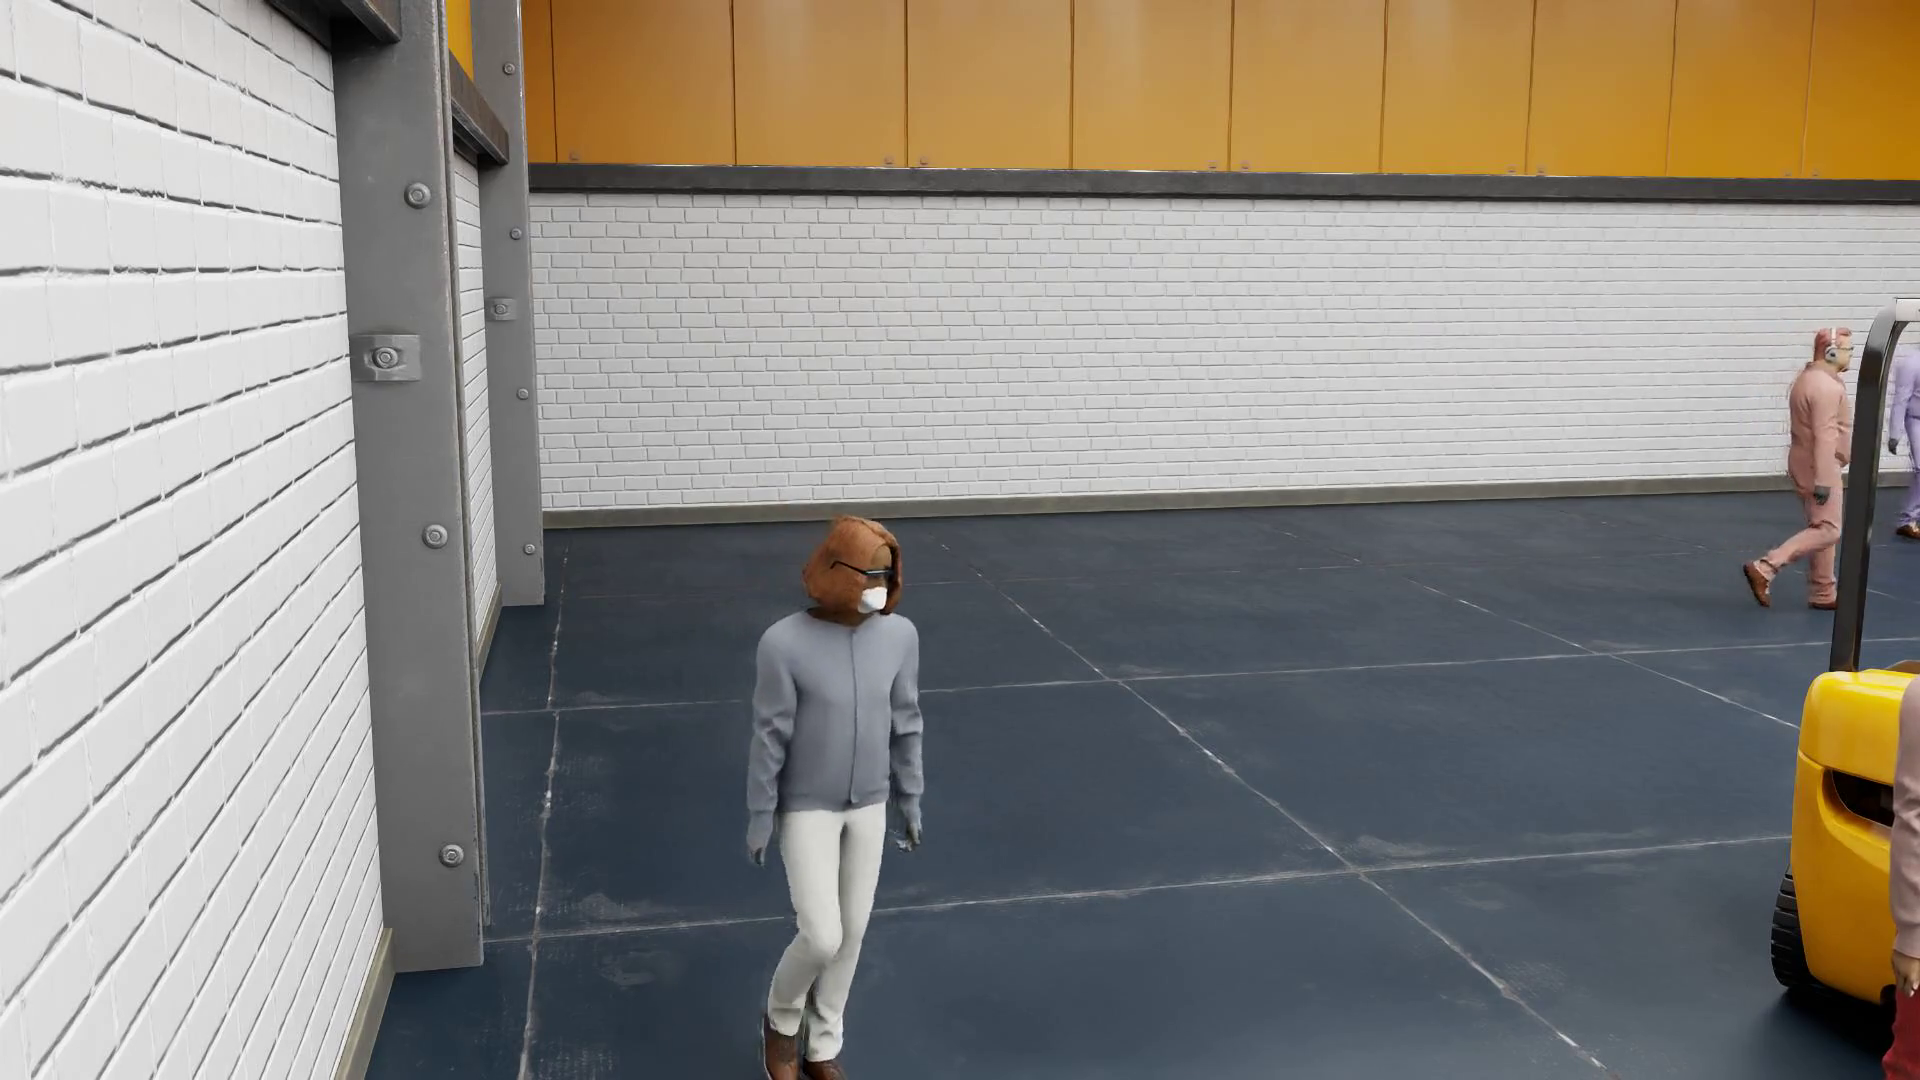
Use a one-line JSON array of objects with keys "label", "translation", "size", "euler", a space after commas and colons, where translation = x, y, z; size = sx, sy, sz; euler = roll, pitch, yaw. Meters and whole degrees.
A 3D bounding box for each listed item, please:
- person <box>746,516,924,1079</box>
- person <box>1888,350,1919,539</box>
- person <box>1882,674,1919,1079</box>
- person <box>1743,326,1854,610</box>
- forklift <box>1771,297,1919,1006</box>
[{"label": "person", "translation": [-0.319, 0.732, 4.468], "size": [0.516, 1.611, 0.346], "euler": [-7, 12, -36]}, {"label": "person", "translation": [8.013, -0.877, 13.573], "size": [0.674, 1.851, 0.980], "euler": [-1, 9, -7]}, {"label": "person", "translation": [2.209, 0.814, 3.550], "size": [0.533, 1.769, 0.311], "euler": [-3, 10, -18]}, {"label": "person", "translation": [5.589, -0.450, 10.881], "size": [0.705, 1.889, 0.669], "euler": [3, 10, 17]}, {"label": "forklift", "translation": [3.542, 0.334, 5.177], "size": [2.313, 2.155, 1.214], "euler": [-9, 13, -43]}]
